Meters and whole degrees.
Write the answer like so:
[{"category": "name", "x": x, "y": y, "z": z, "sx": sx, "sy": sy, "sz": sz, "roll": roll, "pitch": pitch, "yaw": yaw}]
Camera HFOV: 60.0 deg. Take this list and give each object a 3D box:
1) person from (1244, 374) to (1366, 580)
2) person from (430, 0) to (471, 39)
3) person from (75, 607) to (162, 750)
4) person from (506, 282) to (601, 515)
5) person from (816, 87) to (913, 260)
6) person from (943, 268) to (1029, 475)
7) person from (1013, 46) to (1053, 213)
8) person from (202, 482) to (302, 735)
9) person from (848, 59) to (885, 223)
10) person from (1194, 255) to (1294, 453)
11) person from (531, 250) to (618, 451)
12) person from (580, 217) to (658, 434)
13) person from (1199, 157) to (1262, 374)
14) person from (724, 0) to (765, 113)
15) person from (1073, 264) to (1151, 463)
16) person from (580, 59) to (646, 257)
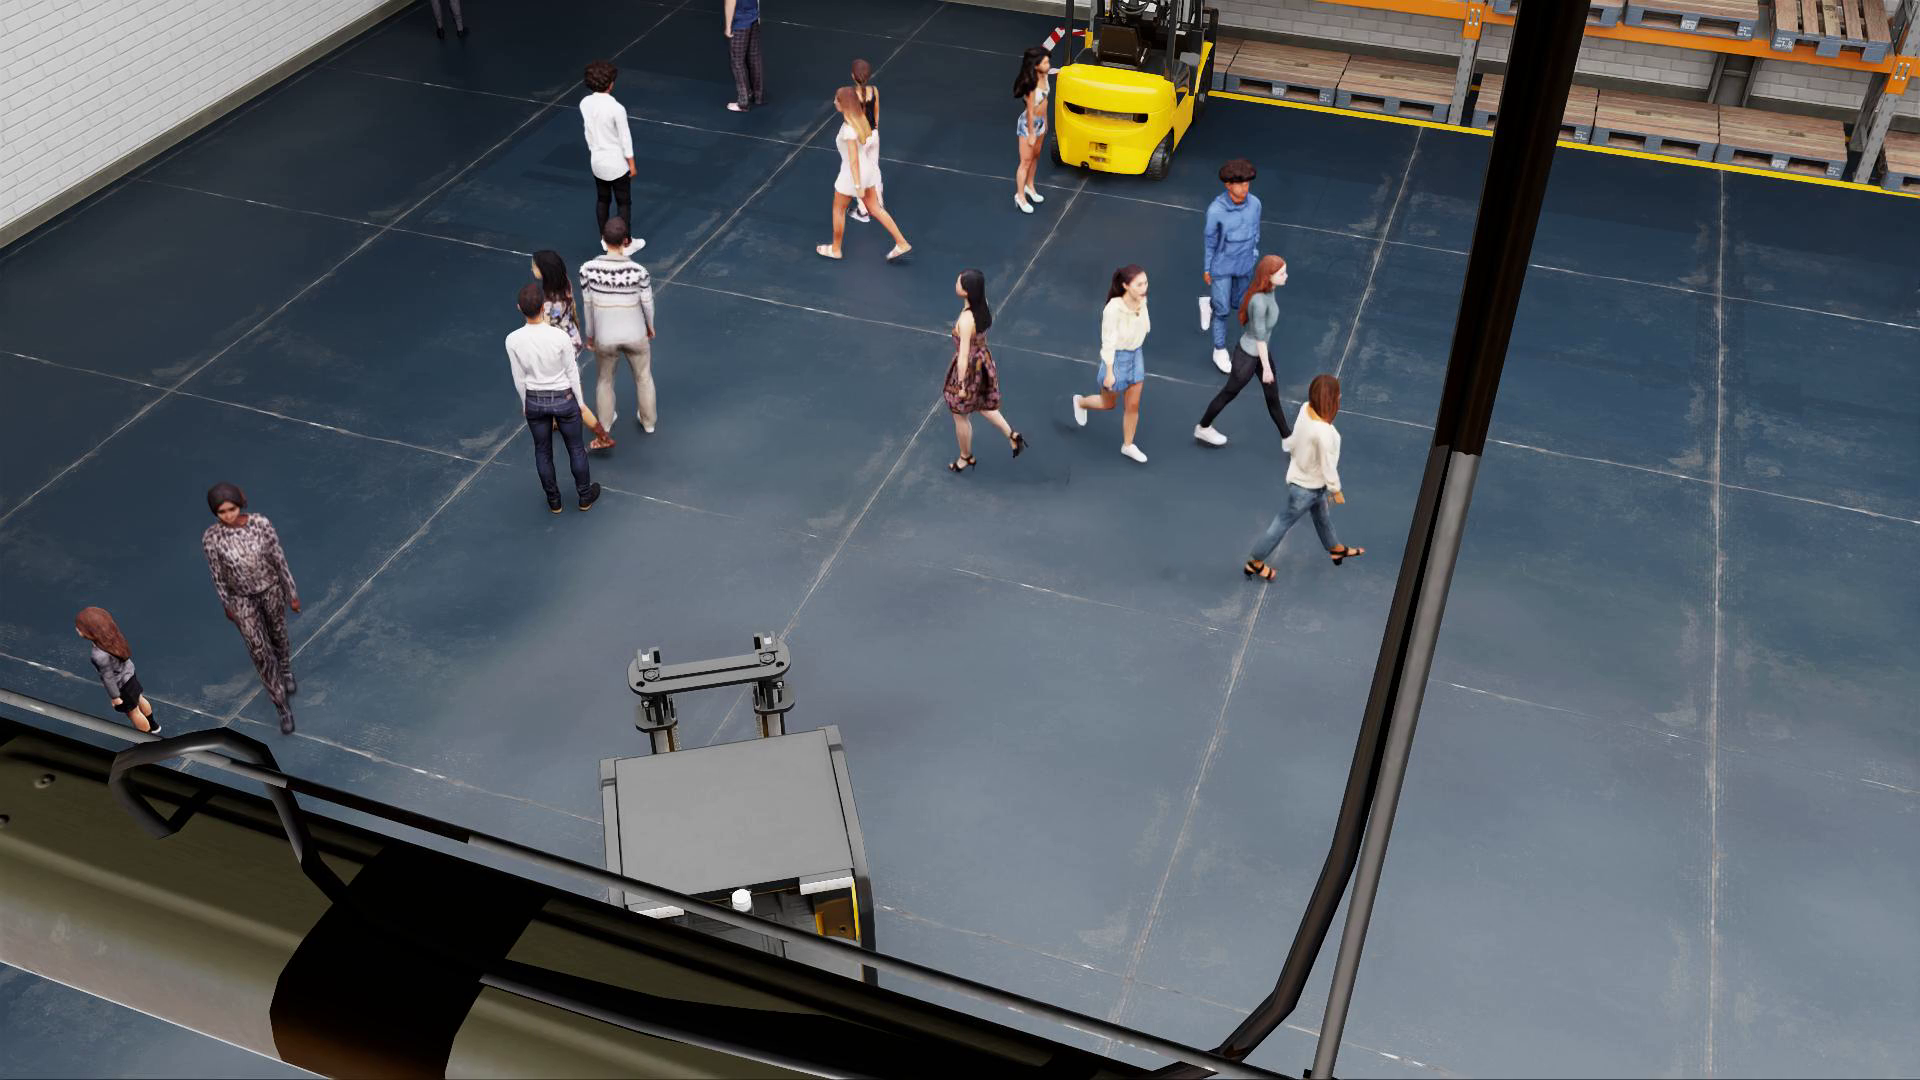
[{"category": "person", "x": 2.273, "y": -0.378, "z": 11.331, "sx": 1.180, "sy": 1.640, "sz": 0.906, "roll": -2, "pitch": 39, "yaw": -2}, {"category": "person", "x": -6.023, "y": -6.656, "z": 19.081, "sx": 0.582, "sy": 1.779, "sz": 0.715, "roll": -3, "pitch": 39, "yaw": -4}, {"category": "person", "x": -5.172, "y": 0.841, "z": 10.234, "sx": 0.579, "sy": 1.105, "sz": 0.533, "roll": -12, "pitch": 40, "yaw": -14}, {"category": "person", "x": -2.935, "y": -0.996, "z": 11.923, "sx": 0.662, "sy": 1.868, "sz": 0.769, "roll": -3, "pitch": 39, "yaw": -4}, {"category": "person", "x": -0.839, "y": -3.237, "z": 14.895, "sx": 1.113, "sy": 1.661, "sz": 0.587, "roll": 11, "pitch": 40, "yaw": 14}, {"category": "person", "x": 0.168, "y": -1.197, "z": 12.260, "sx": 0.872, "sy": 1.761, "sz": 0.645, "roll": 10, "pitch": 40, "yaw": 13}, {"category": "person", "x": 0.684, "y": -3.900, "z": 15.758, "sx": 0.575, "sy": 1.620, "sz": 0.566, "roll": 16, "pitch": 41, "yaw": 19}, {"category": "person", "x": -4.411, "y": 0.310, "z": 10.428, "sx": 0.936, "sy": 1.692, "sz": 1.023, "roll": -19, "pitch": 42, "yaw": -22}, {"category": "person", "x": -0.899, "y": -3.765, "z": 15.633, "sx": 0.610, "sy": 1.564, "sz": 0.629, "roll": -30, "pitch": 47, "yaw": -32}, {"category": "person", "x": 2.120, "y": -1.367, "z": 12.534, "sx": 1.143, "sy": 1.685, "sz": 0.600, "roll": 12, "pitch": 40, "yaw": 15}, {"category": "person", "x": -2.946, "y": -1.385, "z": 12.541, "sx": 0.992, "sy": 1.704, "sz": 0.715, "roll": 11, "pitch": 40, "yaw": 14}, {"category": "person", "x": -2.554, "y": -1.556, "z": 12.644, "sx": 0.771, "sy": 1.842, "sz": 0.893, "roll": -7, "pitch": 39, "yaw": -8}, {"category": "person", "x": 2.169, "y": -2.304, "z": 13.622, "sx": 1.053, "sy": 1.790, "sz": 1.100, "roll": -14, "pitch": 41, "yaw": -17}, {"category": "person", "x": -2.269, "y": -5.440, "z": 17.487, "sx": 0.696, "sy": 1.867, "sz": 0.743, "roll": 30, "pitch": 47, "yaw": 32}, {"category": "person", "x": 1.171, "y": -1.367, "z": 12.589, "sx": 0.921, "sy": 1.616, "sz": 1.089, "roll": -30, "pitch": 47, "yaw": -32}, {"category": "person", "x": -3.171, "y": -3.445, "z": 15.041, "sx": 0.541, "sy": 1.804, "sz": 0.712, "roll": 19, "pitch": 42, "yaw": 22}]
